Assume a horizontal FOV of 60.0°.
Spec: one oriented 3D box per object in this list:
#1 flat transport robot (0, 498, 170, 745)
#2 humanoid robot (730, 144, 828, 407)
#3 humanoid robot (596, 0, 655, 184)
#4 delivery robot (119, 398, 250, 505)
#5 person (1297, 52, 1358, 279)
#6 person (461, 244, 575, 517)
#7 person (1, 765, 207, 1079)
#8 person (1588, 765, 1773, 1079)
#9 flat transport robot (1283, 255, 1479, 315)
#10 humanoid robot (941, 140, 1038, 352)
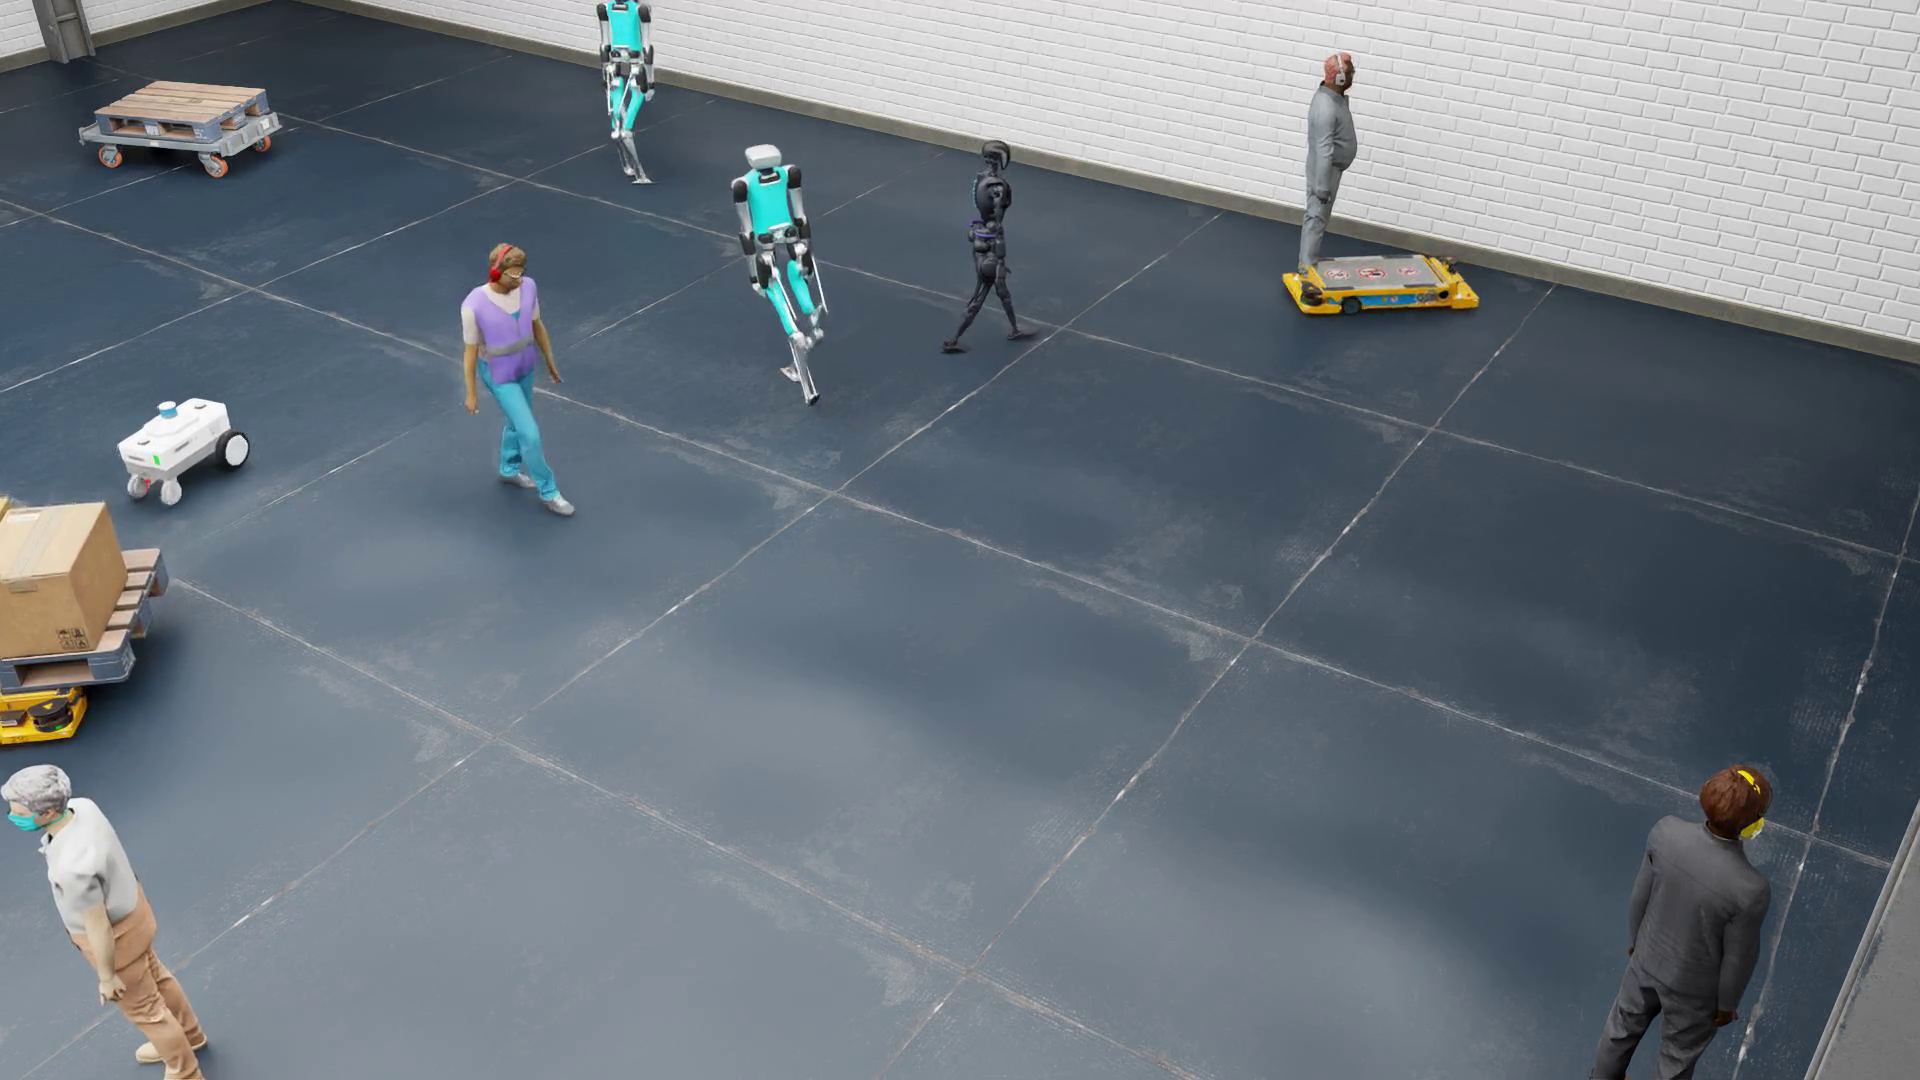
[{"bbox_3d":[-5.114,0.633,9.272,0.659,0.231,1.431,-5,33,-8],"label":"flat transport robot"},{"bbox_3d":[-1.166,-1.813,11.776,0.561,1.813,0.942,-18,37,-26],"label":"humanoid robot"},{"bbox_3d":[-3.136,-4.167,15.383,0.594,1.771,0.863,9,34,13],"label":"humanoid robot"},{"bbox_3d":[-5.150,-0.635,10.974,0.499,0.589,0.785,11,34,17],"label":"delivery robot"},{"bbox_3d":[2.943,-2.938,13.309,0.413,1.913,0.650,7,33,11],"label":"person"},{"bbox_3d":[-2.749,-1.002,10.408,0.871,1.788,0.628,16,36,23],"label":"person"},{"bbox_3d":[-3.321,1.545,6.502,0.335,1.735,0.490,-13,35,-20],"label":"person"},{"bbox_3d":[2.728,1.604,6.277,0.356,1.875,0.495,-20,38,-28],"label":"person"},{"bbox_3d":[3.403,-2.069,13.475,1.431,0.231,0.659,-3,33,-4],"label":"flat transport robot"},{"bbox_3d":[0.231,-2.182,12.391,0.786,1.621,0.611,-6,33,-9],"label":"humanoid robot"}]
